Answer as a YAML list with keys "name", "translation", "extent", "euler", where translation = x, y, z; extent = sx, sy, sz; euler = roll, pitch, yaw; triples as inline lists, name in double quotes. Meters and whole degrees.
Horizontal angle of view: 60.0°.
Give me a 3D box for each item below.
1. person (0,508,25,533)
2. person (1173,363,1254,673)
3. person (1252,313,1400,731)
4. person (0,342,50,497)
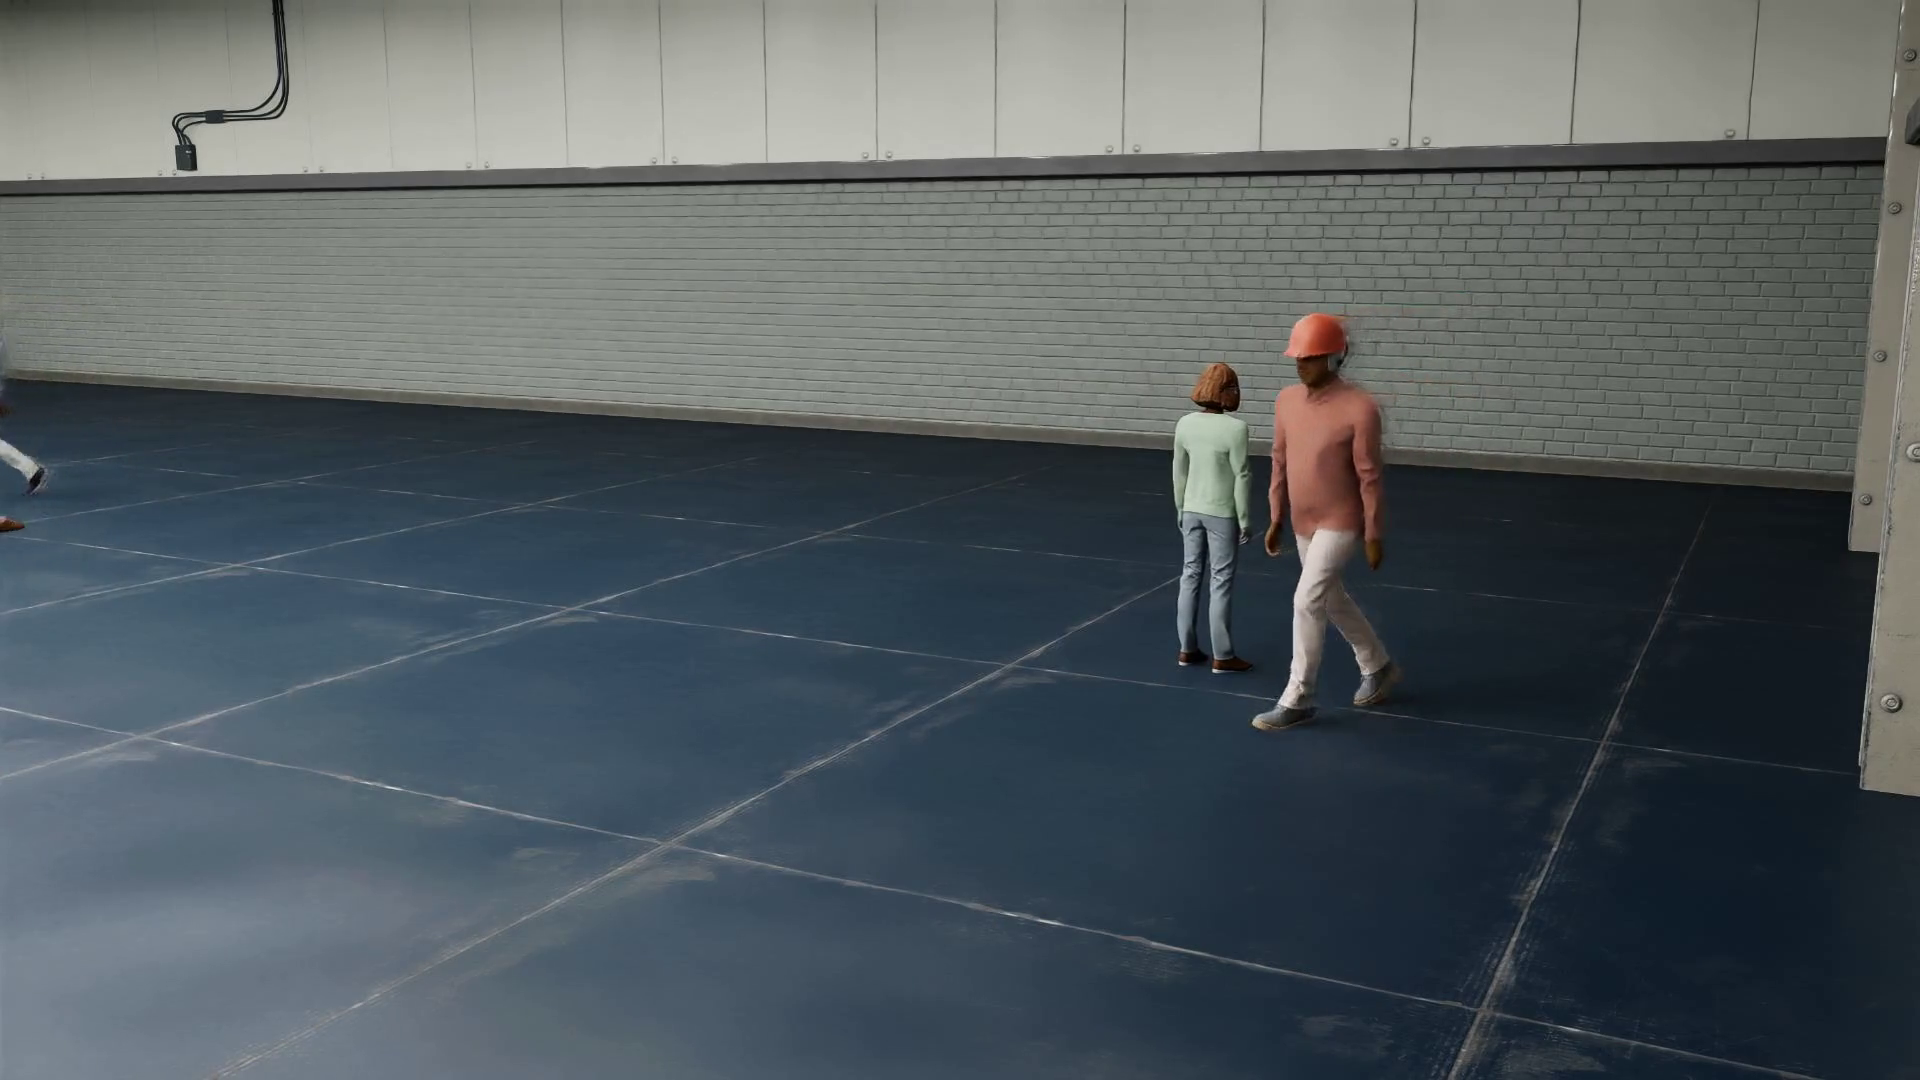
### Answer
- name: "person"
  translation: [-7.697, -0.910, 12.512]
  extent: [0.650, 1.863, 0.986]
  euler: [4, 11, 21]
- name: "person"
  translation: [1.339, -0.118, 8.793]
  extent: [0.282, 1.634, 0.498]
  euler: [-9, 13, -39]
- name: "person"
  translation: [1.799, -0.103, 7.871]
  extent: [0.943, 1.953, 0.596]
  euler: [-6, 12, -28]
- name: "person"
  translation: [-8.403, -1.233, 14.414]
  extent: [0.805, 1.811, 0.584]
  euler: [-3, 11, -17]
